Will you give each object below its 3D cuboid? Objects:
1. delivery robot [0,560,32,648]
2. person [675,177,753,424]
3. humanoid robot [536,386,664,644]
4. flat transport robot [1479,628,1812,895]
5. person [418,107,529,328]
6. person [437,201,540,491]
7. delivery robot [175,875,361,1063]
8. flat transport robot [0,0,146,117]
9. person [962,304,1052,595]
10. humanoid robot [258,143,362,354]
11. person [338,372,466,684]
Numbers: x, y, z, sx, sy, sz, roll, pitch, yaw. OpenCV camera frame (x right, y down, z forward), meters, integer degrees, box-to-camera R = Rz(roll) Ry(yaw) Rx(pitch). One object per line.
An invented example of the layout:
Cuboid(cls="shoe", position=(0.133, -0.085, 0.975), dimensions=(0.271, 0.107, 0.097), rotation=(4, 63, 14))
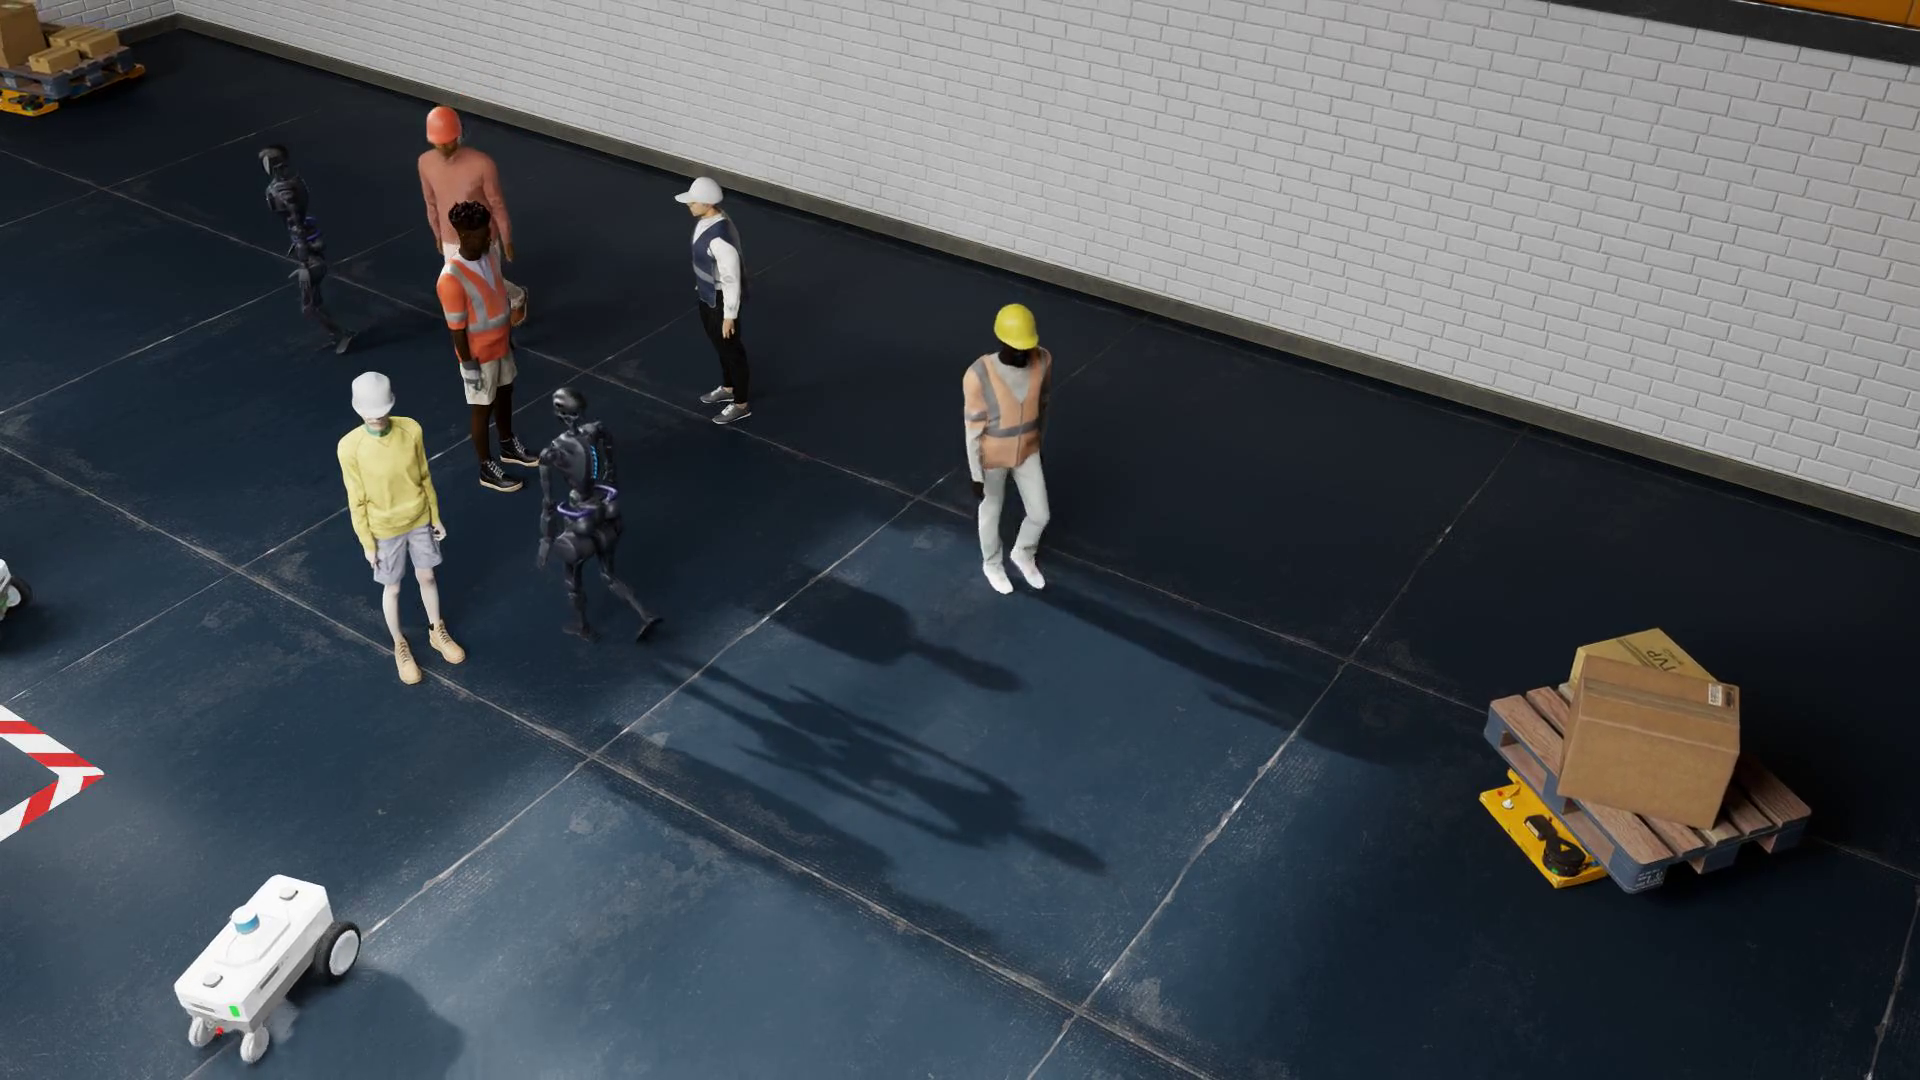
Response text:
Cuboid(cls="delivery robot", position=(-5.820, 0.328, 9.531), dimensions=(0.738, 0.579, 0.504), rotation=(-2, 35, -3))
Cuboid(cls="person", position=(-1.640, -1.634, 11.298), dimensions=(0.444, 1.756, 0.769), rotation=(-12, 37, -17))
Cuboid(cls="humanoid robot", position=(-2.020, -0.069, 9.157), dimensions=(0.634, 1.635, 0.598), rotation=(21, 40, 27))
Cuboid(cls="flat transport robot", position=(3.430, 1.312, 8.389), dimensions=(1.431, 0.231, 0.659), rotation=(-11, 37, -16))
Cuboid(cls="person", position=(-3.492, -2.224, 11.970), dimensions=(0.638, 1.963, 0.864), rotation=(4, 35, 6))
Cuboid(cls="person", position=(-3.007, -1.240, 10.567), dimensions=(0.373, 1.958, 0.606), rotation=(8, 36, 11))
Cuboid(cls="delivery robot", position=(-3.088, 1.855, 7.376), dimensions=(0.499, 0.609, 0.806), rotation=(11, 36, 15))
Cuboid(cls="flat transport robot", position=(-9.099, -4.657, 16.919), dimensions=(0.659, 0.231, 1.431), rotation=(14, 37, 19))
Cuboid(cls="person", position=(0.292, -0.488, 9.531), dimensions=(0.587, 1.910, 0.520), rotation=(-16, 38, -21))
Cuboid(cls="humanoid robot", position=(-4.711, -2.114, 12.056), dimensions=(0.418, 1.635, 0.600), rotation=(-16, 38, -21))
Cuboid(cls="person", position=(-3.026, -0.085, 8.975), dimensions=(0.477, 1.888, 0.397), rotation=(-26, 43, -32))
